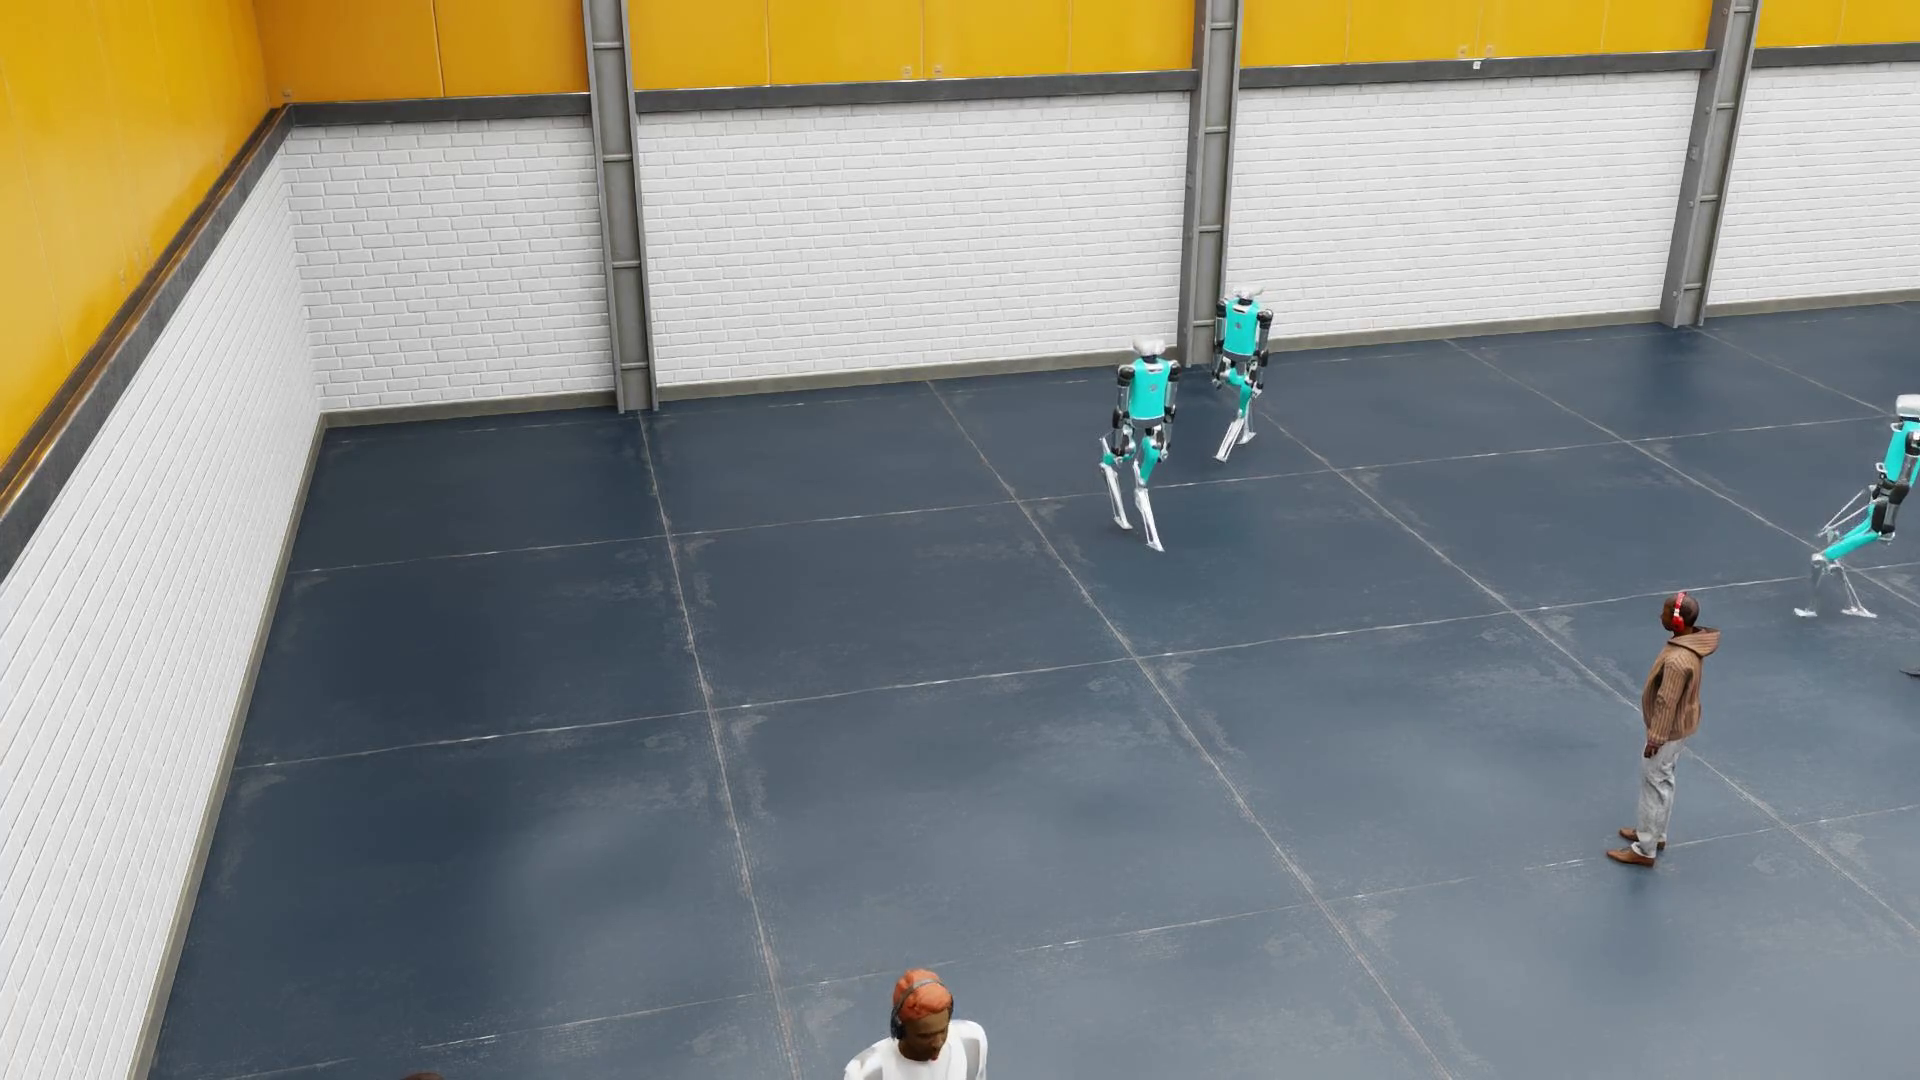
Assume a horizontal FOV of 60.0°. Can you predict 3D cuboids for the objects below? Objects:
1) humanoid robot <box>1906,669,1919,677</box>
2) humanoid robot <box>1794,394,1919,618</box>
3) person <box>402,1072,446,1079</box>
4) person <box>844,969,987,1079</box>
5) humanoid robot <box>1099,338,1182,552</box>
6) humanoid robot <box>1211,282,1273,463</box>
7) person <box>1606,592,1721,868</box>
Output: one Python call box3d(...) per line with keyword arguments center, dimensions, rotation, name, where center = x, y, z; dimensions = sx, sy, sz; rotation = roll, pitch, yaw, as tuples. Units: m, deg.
box3d(center=(6.846, 0.193, 11.182), dimensions=(0.443, 1.644, 0.593), rotation=(21, 31, 39), name="humanoid robot")
box3d(center=(6.441, -0.210, 12.065), dimensions=(0.791, 1.813, 0.530), rotation=(9, 25, 20), name="humanoid robot")
box3d(center=(-1.718, 2.542, 5.727), dimensions=(0.380, 1.768, 0.466), rotation=(-16, 28, -31), name="person")
box3d(center=(-0.148, 2.340, 6.041), dimensions=(0.582, 1.883, 0.339), rotation=(-13, 27, -27), name="person")
box3d(center=(1.398, -0.807, 13.393), dimensions=(0.539, 1.786, 0.878), rotation=(-8, 25, -18), name="humanoid robot")
box3d(center=(2.601, -1.529, 15.036), dimensions=(0.571, 1.723, 1.071), rotation=(15, 28, 31), name="humanoid robot")
box3d(center=(3.933, 1.052, 9.263), dimensions=(0.338, 1.640, 0.479), rotation=(14, 27, 29), name="person")
